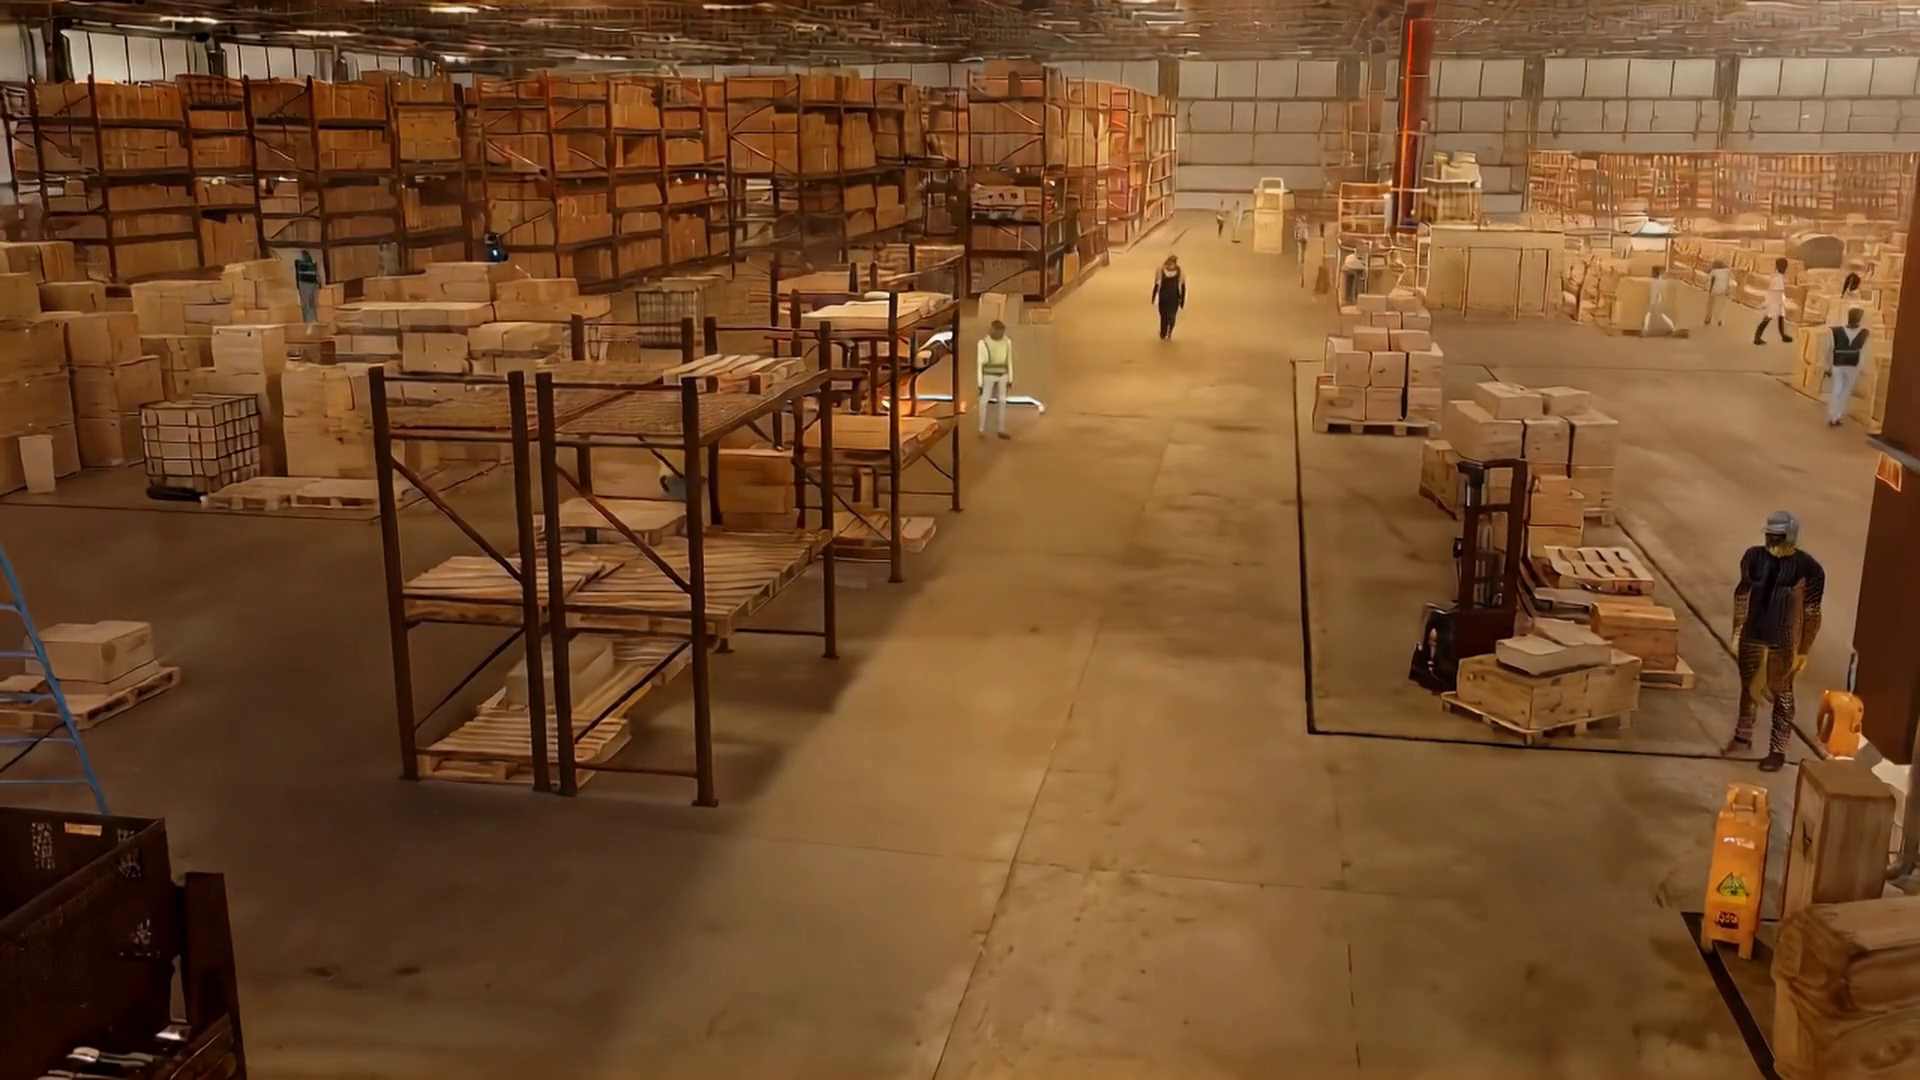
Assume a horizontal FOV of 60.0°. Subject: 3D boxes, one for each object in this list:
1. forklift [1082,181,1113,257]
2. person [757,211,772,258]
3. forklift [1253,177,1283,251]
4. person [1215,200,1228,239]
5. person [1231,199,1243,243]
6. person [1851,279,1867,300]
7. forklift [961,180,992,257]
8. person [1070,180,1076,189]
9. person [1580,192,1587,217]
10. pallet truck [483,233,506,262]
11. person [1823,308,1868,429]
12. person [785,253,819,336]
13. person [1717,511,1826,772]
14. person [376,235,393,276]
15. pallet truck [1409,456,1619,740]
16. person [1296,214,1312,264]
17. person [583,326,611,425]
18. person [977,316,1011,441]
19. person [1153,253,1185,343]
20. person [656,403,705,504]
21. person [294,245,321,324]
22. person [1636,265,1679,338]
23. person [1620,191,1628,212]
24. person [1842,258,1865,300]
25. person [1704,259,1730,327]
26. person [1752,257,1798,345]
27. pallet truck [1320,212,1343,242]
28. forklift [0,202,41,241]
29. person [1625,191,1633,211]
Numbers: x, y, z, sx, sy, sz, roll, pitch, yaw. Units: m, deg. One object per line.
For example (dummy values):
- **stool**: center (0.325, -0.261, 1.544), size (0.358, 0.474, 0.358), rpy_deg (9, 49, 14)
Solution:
- **forklift**: center (4.614, -11.666, 60.569), size (1.873, 2.768, 1.129), rpy_deg (3, 14, 11)
- **person**: center (-7.210, -11.254, 61.323), size (0.541, 1.700, 0.315), rpy_deg (-5, 15, -21)
- **forklift**: center (12.083, -12.747, 64.956), size (1.129, 2.768, 1.873), rpy_deg (3, 14, 10)
- **person**: center (11.363, -13.986, 72.504), size (0.528, 1.661, 0.842), rpy_deg (-4, 14, -14)
- **person**: center (11.596, -13.383, 69.723), size (0.410, 1.823, 0.613), rpy_deg (-7, 16, -28)
- **person**: center (17.302, -4.114, 32.100), size (0.971, 1.822, 0.517), rpy_deg (6, 15, 24)
- **forklift**: center (1.000, -11.922, 61.608), size (1.873, 2.768, 1.129), rpy_deg (2, 14, 9)
- **person**: center (6.326, -18.837, 91.589), size (0.883, 1.954, 0.612), rpy_deg (1, 14, 6)
- **person**: center (30.103, -16.094, 80.464), size (0.405, 1.946, 0.610), rpy_deg (7, 15, 26)
- **pallet truck**: center (-11.832, -7.026, 43.548), size (1.885, 1.965, 0.823), rpy_deg (8, 16, 28)
- **person**: center (13.949, -2.681, 26.127), size (0.618, 1.885, 0.690), rpy_deg (2, 14, 6)
- **person**: center (-3.637, -5.483, 37.422), size (1.063, 1.931, 0.624), rpy_deg (3, 14, 11)
- **person**: center (5.940, 0.731, 12.176), size (0.353, 1.937, 0.635), rpy_deg (-8, 16, -31)
- **person**: center (-15.707, -7.404, 45.407), size (0.429, 1.840, 0.633), rpy_deg (-8, 16, -29)
- **pallet truck**: center (4.504, 0.400, 13.395), size (0.823, 1.965, 1.885), rpy_deg (-6, 15, -23)
- **person**: center (12.122, -10.616, 58.636), size (0.543, 1.745, 0.599), rpy_deg (3, 14, 14)
- **person**: center (-5.759, -2.610, 26.349), size (0.512, 1.642, 0.312), rpy_deg (-7, 15, -25)
- **person**: center (0.516, -2.451, 25.211), size (0.586, 1.882, 0.342), rpy_deg (-8, 16, -29)
- **person**: center (4.659, -5.454, 37.076), size (0.700, 2.000, 0.926), rpy_deg (0, 14, 0)
- **person**: center (-3.092, -0.808, 18.477), size (0.588, 1.912, 0.441), rpy_deg (-7, 15, -25)
- **person**: center (-15.859, -6.225, 40.487), size (0.589, 1.911, 0.393), rpy_deg (-9, 17, -34)
- **person**: center (15.826, -5.361, 37.527), size (0.884, 1.661, 0.528), rpy_deg (-2, 14, -8)
- **person**: center (33.960, -17.123, 84.951), size (0.578, 1.809, 0.927), rpy_deg (1, 14, 3)
- **person**: center (19.277, -5.171, 36.158), size (0.632, 1.925, 0.543), rpy_deg (3, 14, 13)
- **person**: center (18.227, -5.964, 40.055), size (0.516, 1.603, 0.794), rpy_deg (2, 14, 7)
- **person**: center (17.859, -5.185, 36.237), size (1.006, 1.909, 0.621), rpy_deg (5, 15, 18)
- **pallet truck**: center (15.874, -13.227, 70.310), size (0.680, 1.201, 1.601), rpy_deg (10, 17, 35)
- **forklift**: center (-23.743, -7.149, 42.230), size (1.873, 2.768, 1.129), rpy_deg (3, 14, 10)
- **person**: center (32.431, -16.060, 80.569), size (0.403, 1.830, 0.587), rpy_deg (-7, 15, -26)
